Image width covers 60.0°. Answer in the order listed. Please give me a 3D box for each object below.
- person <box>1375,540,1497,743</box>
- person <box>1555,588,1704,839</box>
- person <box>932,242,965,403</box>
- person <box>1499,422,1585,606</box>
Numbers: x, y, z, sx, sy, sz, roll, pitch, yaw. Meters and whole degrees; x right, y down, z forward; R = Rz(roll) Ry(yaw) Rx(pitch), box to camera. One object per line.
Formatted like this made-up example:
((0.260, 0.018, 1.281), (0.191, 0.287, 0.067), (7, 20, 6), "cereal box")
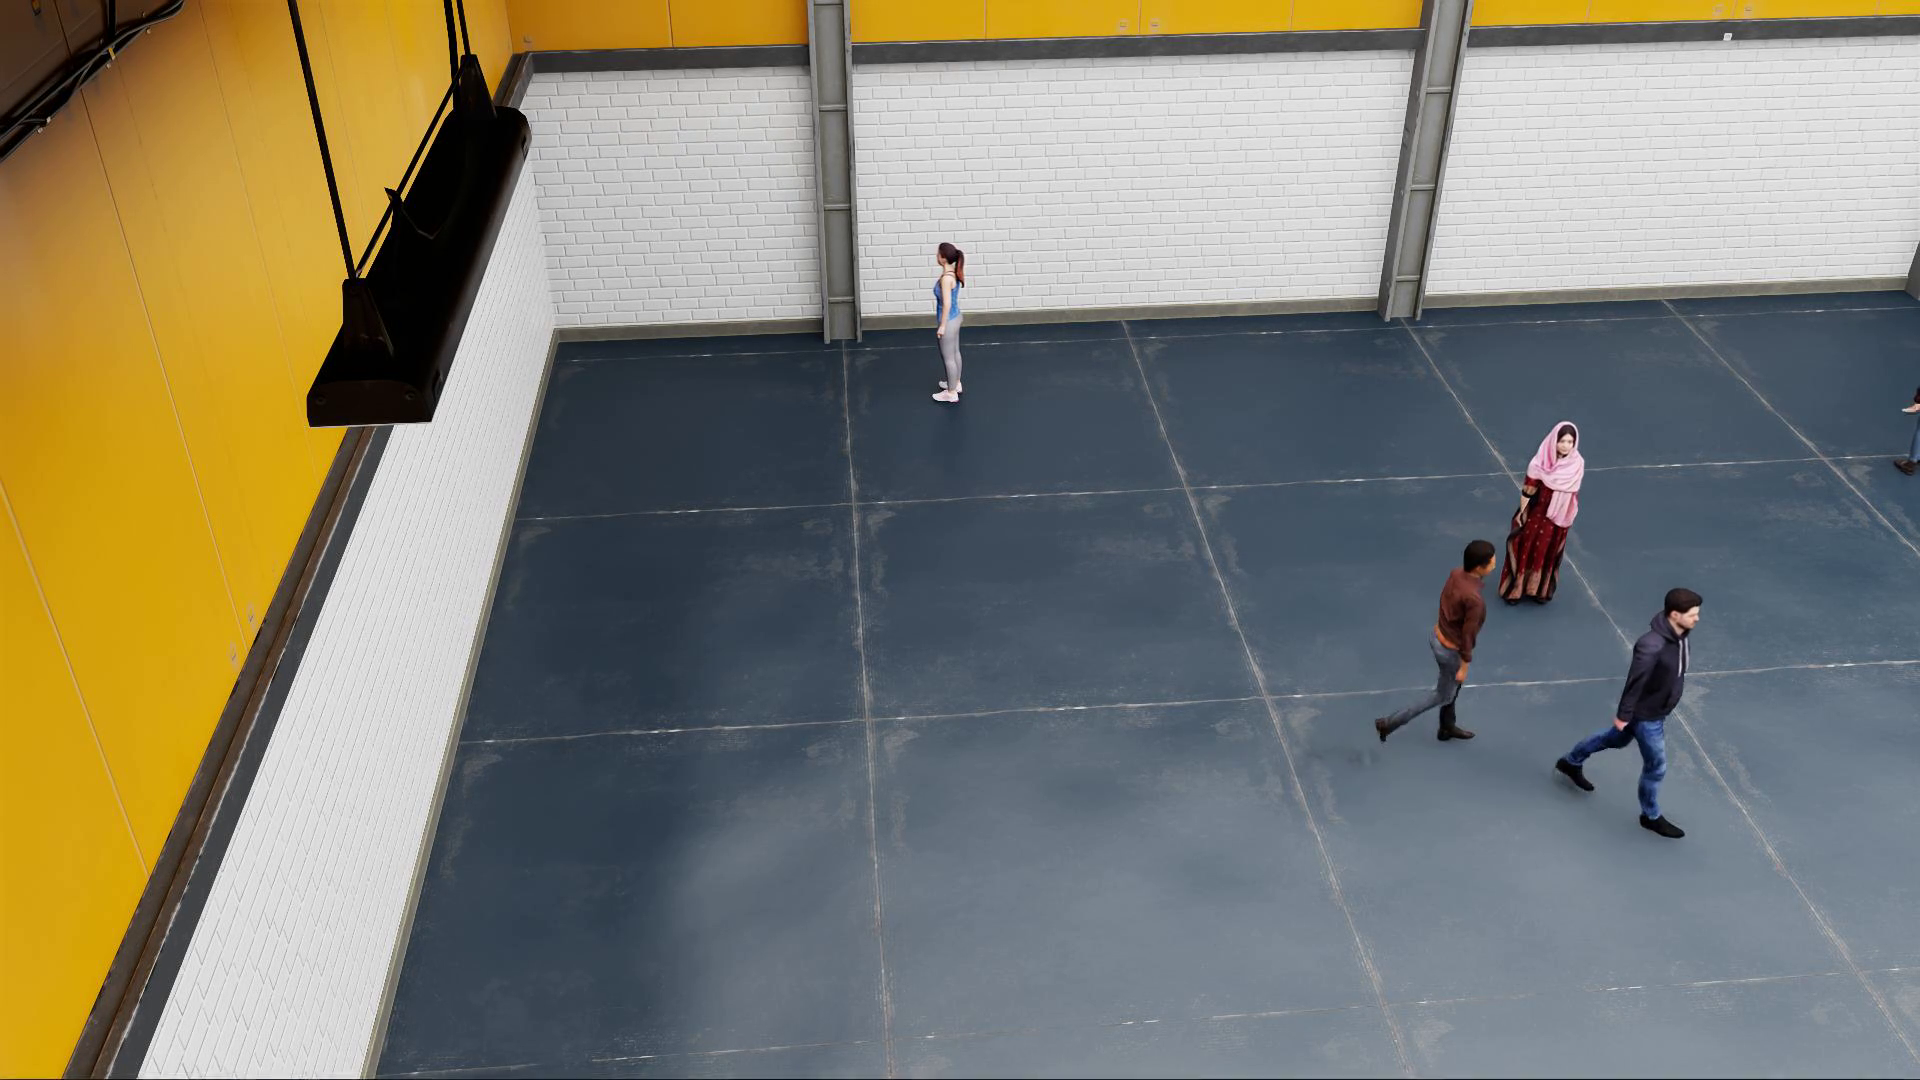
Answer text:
((3.321, 0.767, 11.566), (1.024, 1.750, 0.711), (-3, 34, -4), "person")
((4.460, 1.061, 11.032), (1.240, 1.850, 1.194), (26, 42, 34), "person")
((-0.110, -2.104, 16.013), (0.629, 1.608, 0.633), (9, 35, 13), "person")
((4.628, -0.220, 13.151), (0.530, 1.639, 0.723), (-1, 34, -2), "person")
